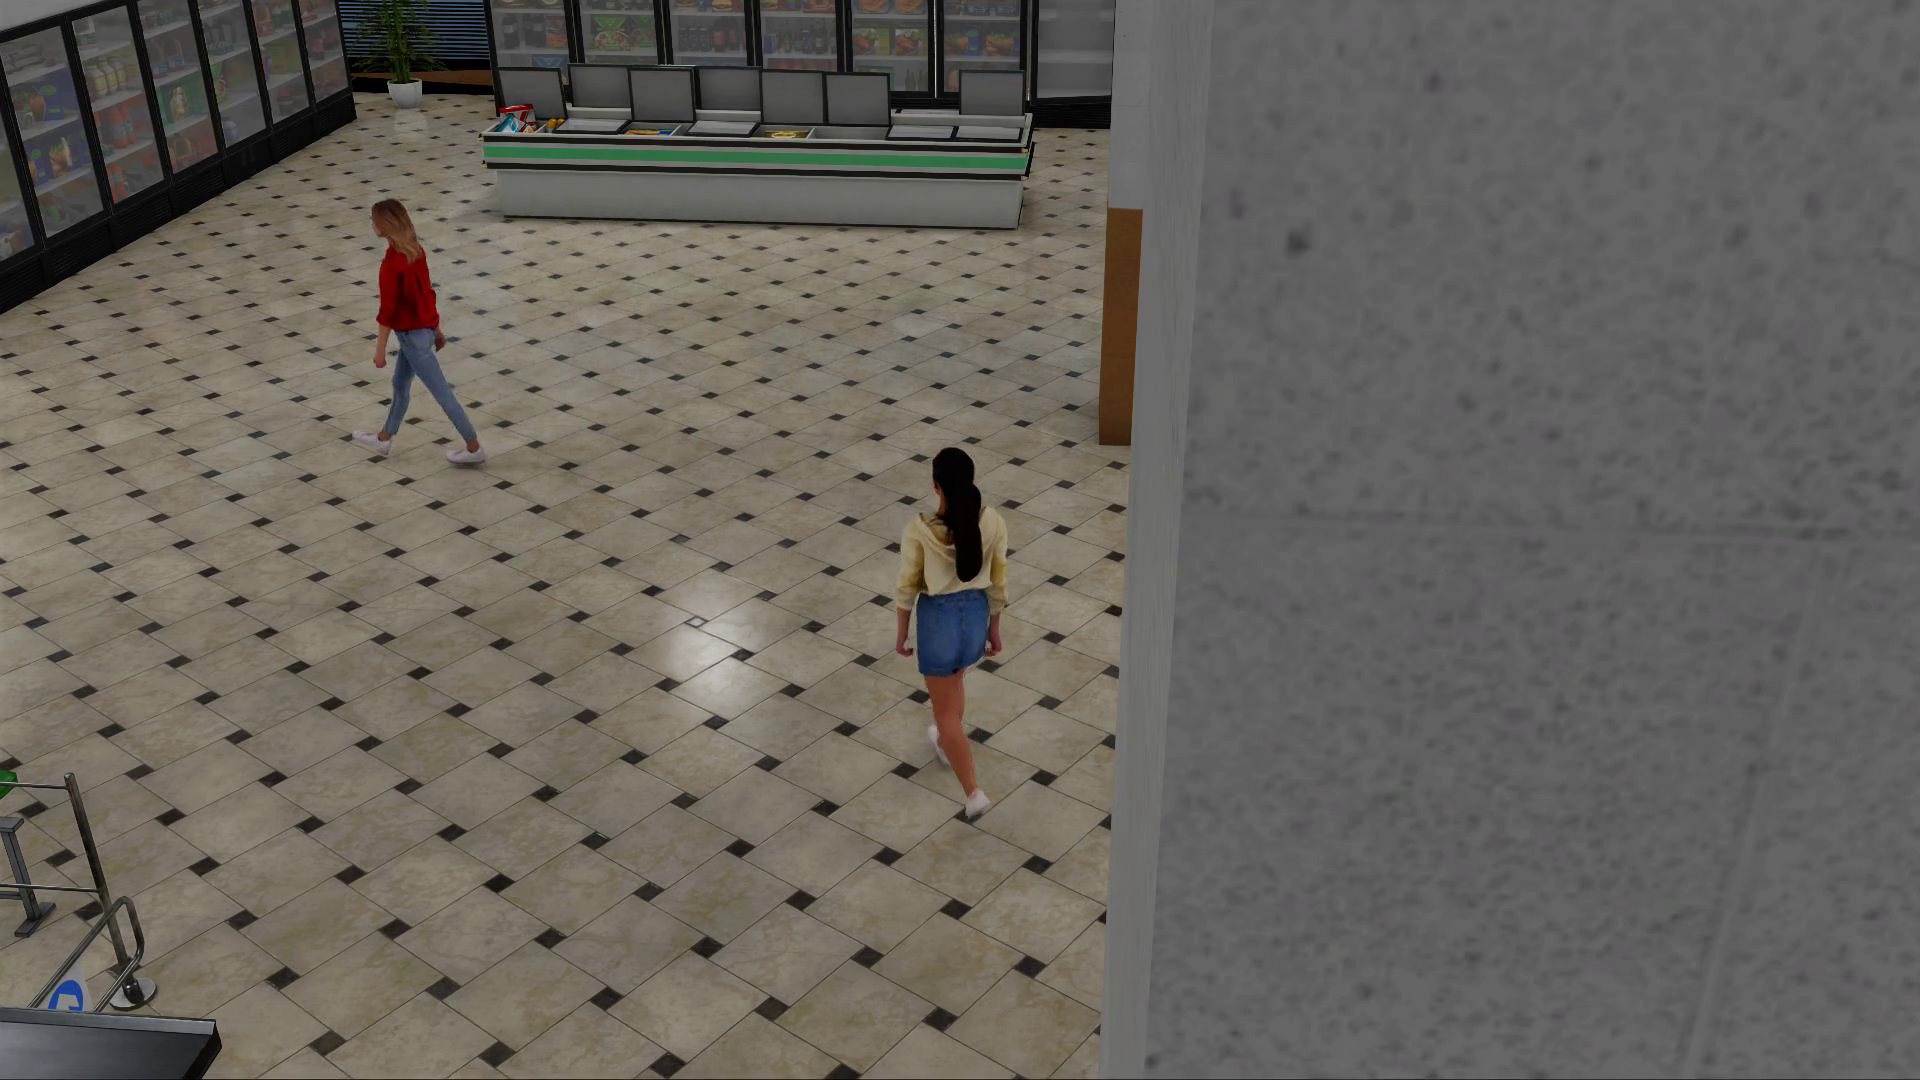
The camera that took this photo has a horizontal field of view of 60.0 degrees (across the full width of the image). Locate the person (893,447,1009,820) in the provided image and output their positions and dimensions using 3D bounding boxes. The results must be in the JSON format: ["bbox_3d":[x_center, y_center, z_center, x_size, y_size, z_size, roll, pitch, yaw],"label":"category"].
[{"bbox_3d":[-0.012,0.418,6.962,1.113,1.604,0.988,-9,28,-18],"label":"person"}]

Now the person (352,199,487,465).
[{"bbox_3d":[-3.219,-1.195,10.085,1.081,1.656,0.641,3,27,6],"label":"person"}]
